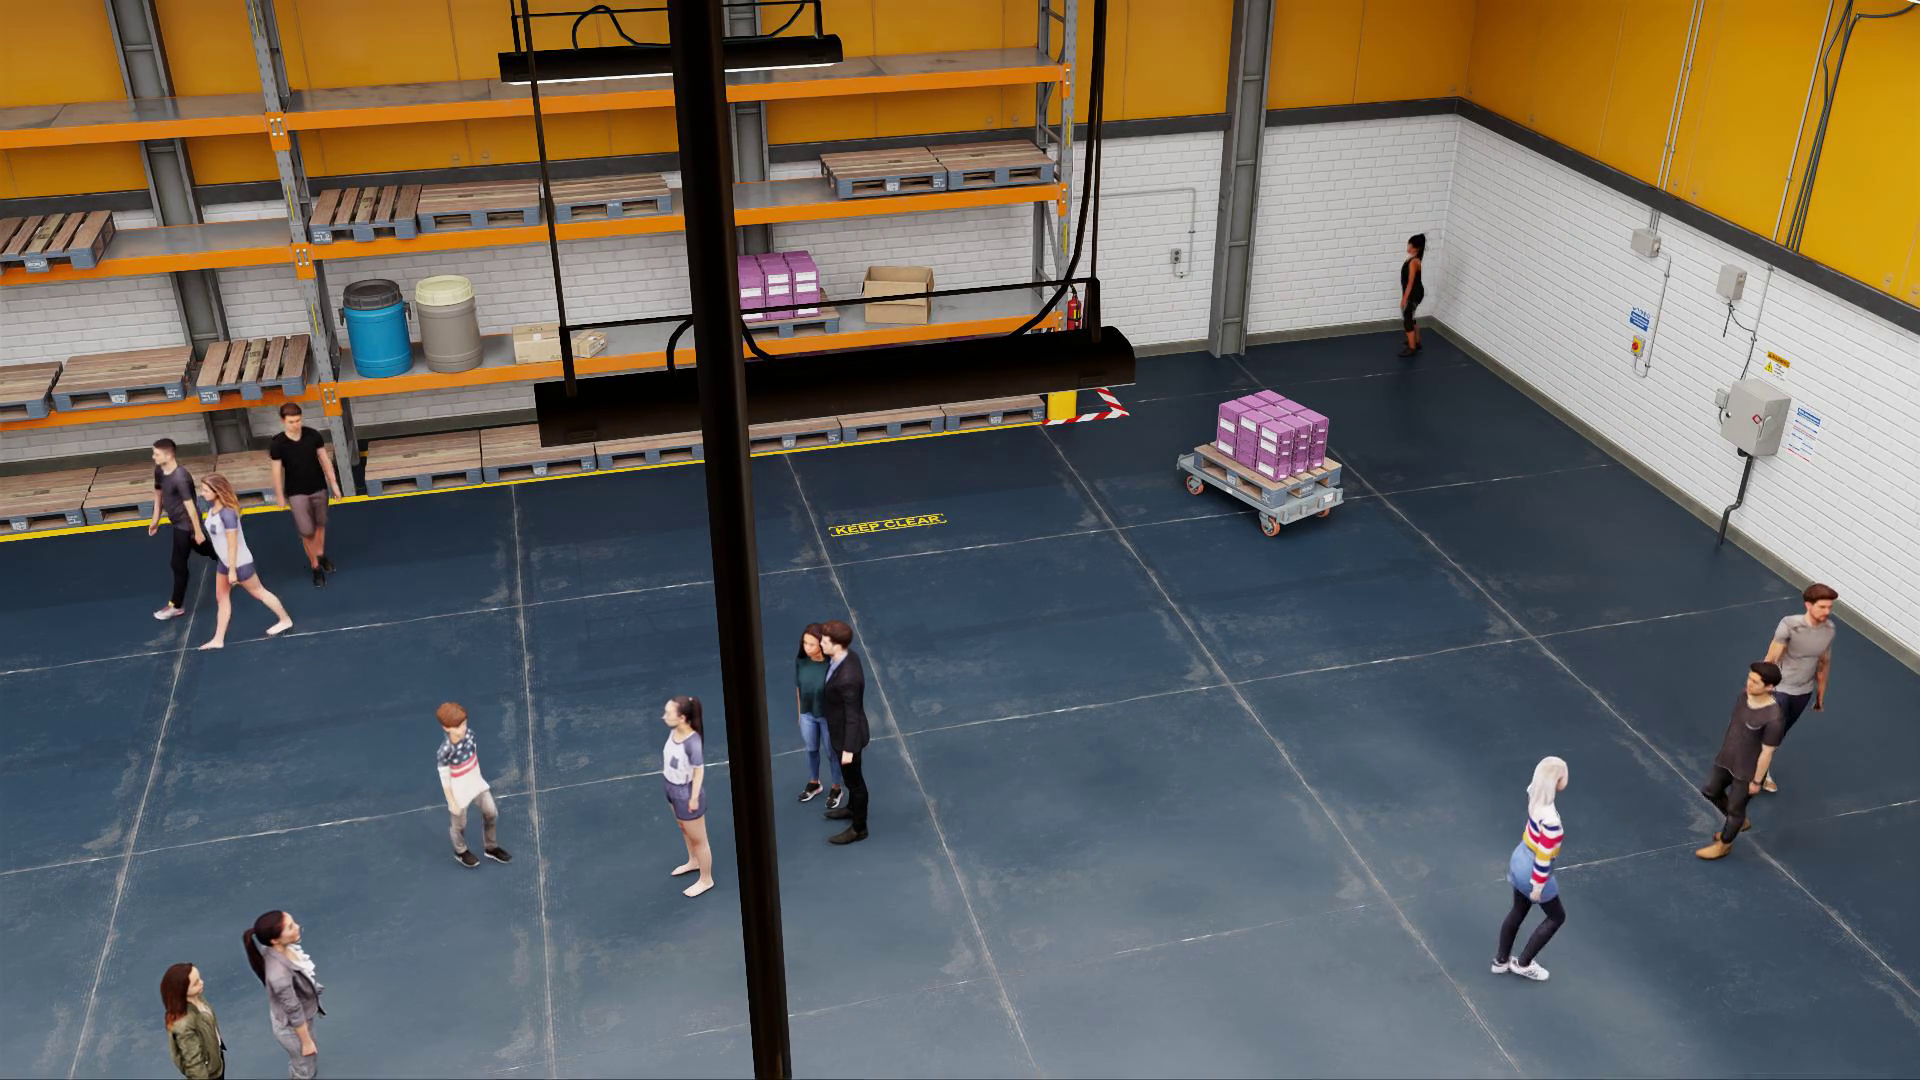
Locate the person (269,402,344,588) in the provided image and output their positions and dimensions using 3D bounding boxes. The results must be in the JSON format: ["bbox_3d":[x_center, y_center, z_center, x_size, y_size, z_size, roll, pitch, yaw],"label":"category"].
[{"bbox_3d":[-6.321,-0.516,16.013,0.886,1.841,0.930,-24,36,-36],"label":"person"}]

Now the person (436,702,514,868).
[{"bbox_3d":[-3.697,1.785,12.231,0.792,1.424,0.733,16,32,27],"label":"person"}]

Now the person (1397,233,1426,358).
[{"bbox_3d":[5.738,-3.087,20.938,0.817,1.639,0.816,15,32,26],"label":"person"}]

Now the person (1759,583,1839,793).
[{"bbox_3d":[6.414,1.108,12.995,0.608,1.881,0.780,-3,29,-6],"label":"person"}]

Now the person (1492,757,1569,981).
[{"bbox_3d":[3.746,2.191,11.094,0.695,1.800,0.714,0,29,-1],"label":"person"}]

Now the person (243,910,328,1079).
[{"bbox_3d":[-3.978,2.883,9.953,0.656,1.676,0.678,-15,32,-25],"label":"person"}]

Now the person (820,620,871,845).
[{"bbox_3d":[-0.842,1.416,12.425,0.600,1.887,0.708,-5,29,-9],"label":"person"}]

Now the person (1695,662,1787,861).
[{"bbox_3d":[5.829,1.614,12.247,0.706,1.708,0.655,-4,29,-8],"label":"person"}]

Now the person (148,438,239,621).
[{"bbox_3d":[-7.131,-0.166,15.496,1.275,1.723,1.041,-25,38,-38],"label":"person"}]

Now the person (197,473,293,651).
[{"bbox_3d":[-6.399,0.184,14.900,1.157,1.678,0.921,-22,36,-35],"label":"person"}]

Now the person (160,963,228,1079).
[{"bbox_3d":[-4.460,3.080,9.803,0.498,1.476,0.592,-9,30,-16],"label":"person"}]

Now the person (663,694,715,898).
[{"bbox_3d":[-1.951,1.806,11.956,0.595,1.650,0.640,-14,32,-24],"label":"person"}]

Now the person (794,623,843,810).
[{"bbox_3d":[-1.072,1.342,12.843,0.701,1.616,0.769,13,31,22],"label":"person"}]
